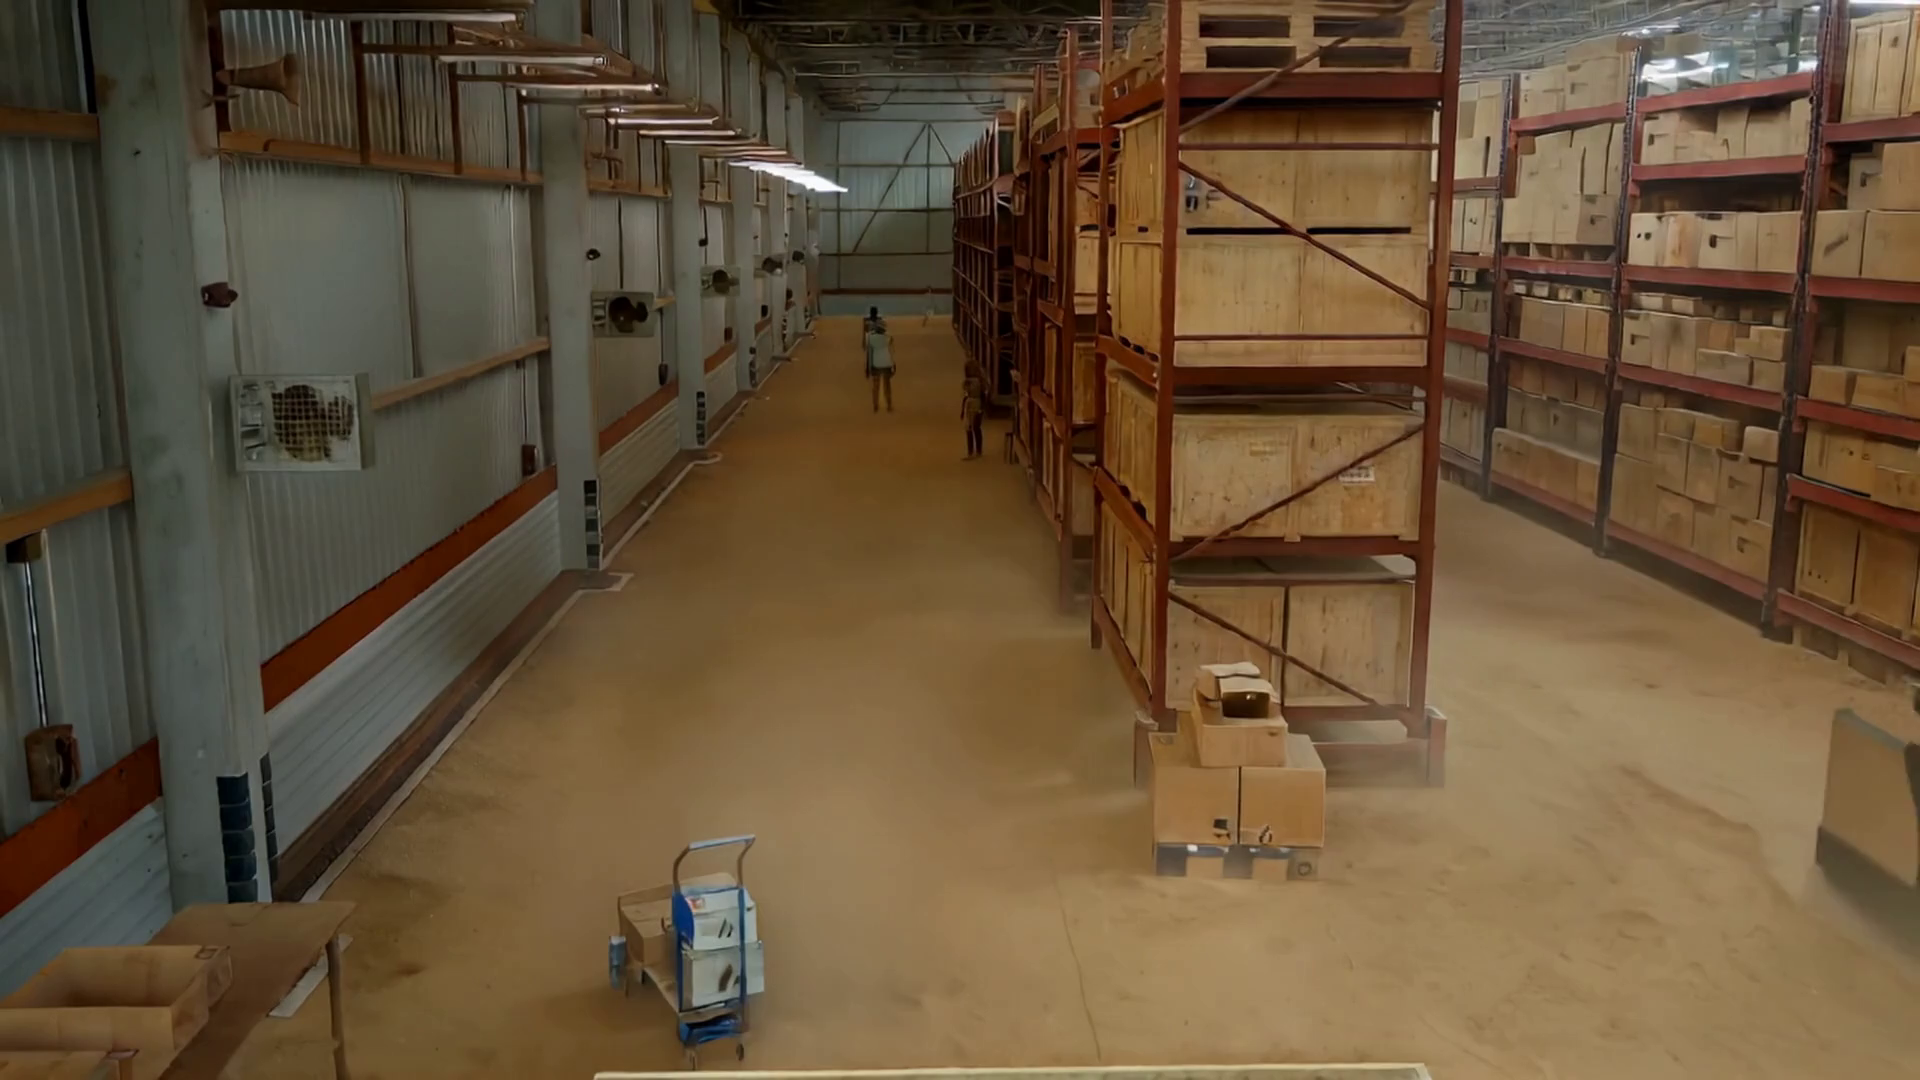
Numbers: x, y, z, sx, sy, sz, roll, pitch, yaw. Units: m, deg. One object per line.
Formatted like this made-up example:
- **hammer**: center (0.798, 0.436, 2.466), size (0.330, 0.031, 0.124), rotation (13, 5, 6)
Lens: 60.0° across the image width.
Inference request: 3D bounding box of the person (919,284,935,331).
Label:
- **person**: center (-1.223, -8.607, 61.633), size (0.574, 1.730, 0.727), rotation (7, 13, 32)

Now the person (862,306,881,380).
- **person**: center (-2.225, -5.059, 42.722), size (0.597, 1.907, 0.414), rotation (-2, 11, -11)

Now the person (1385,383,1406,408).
- **person**: center (8.671, -3.177, 32.980), size (0.550, 1.889, 0.665), rotation (-4, 12, -22)

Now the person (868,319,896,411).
- **person**: center (-1.674, -3.754, 35.720), size (0.613, 1.988, 0.403), rotation (-3, 11, -15)

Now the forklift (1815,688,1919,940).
- **forklift**: center (5.913, 0.864, 9.352), size (1.129, 2.768, 1.873), rotation (0, 11, -2)

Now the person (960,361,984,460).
- **person**: center (0.199, -2.211, 28.436), size (0.320, 1.698, 0.531), rotation (9, 14, 38)
